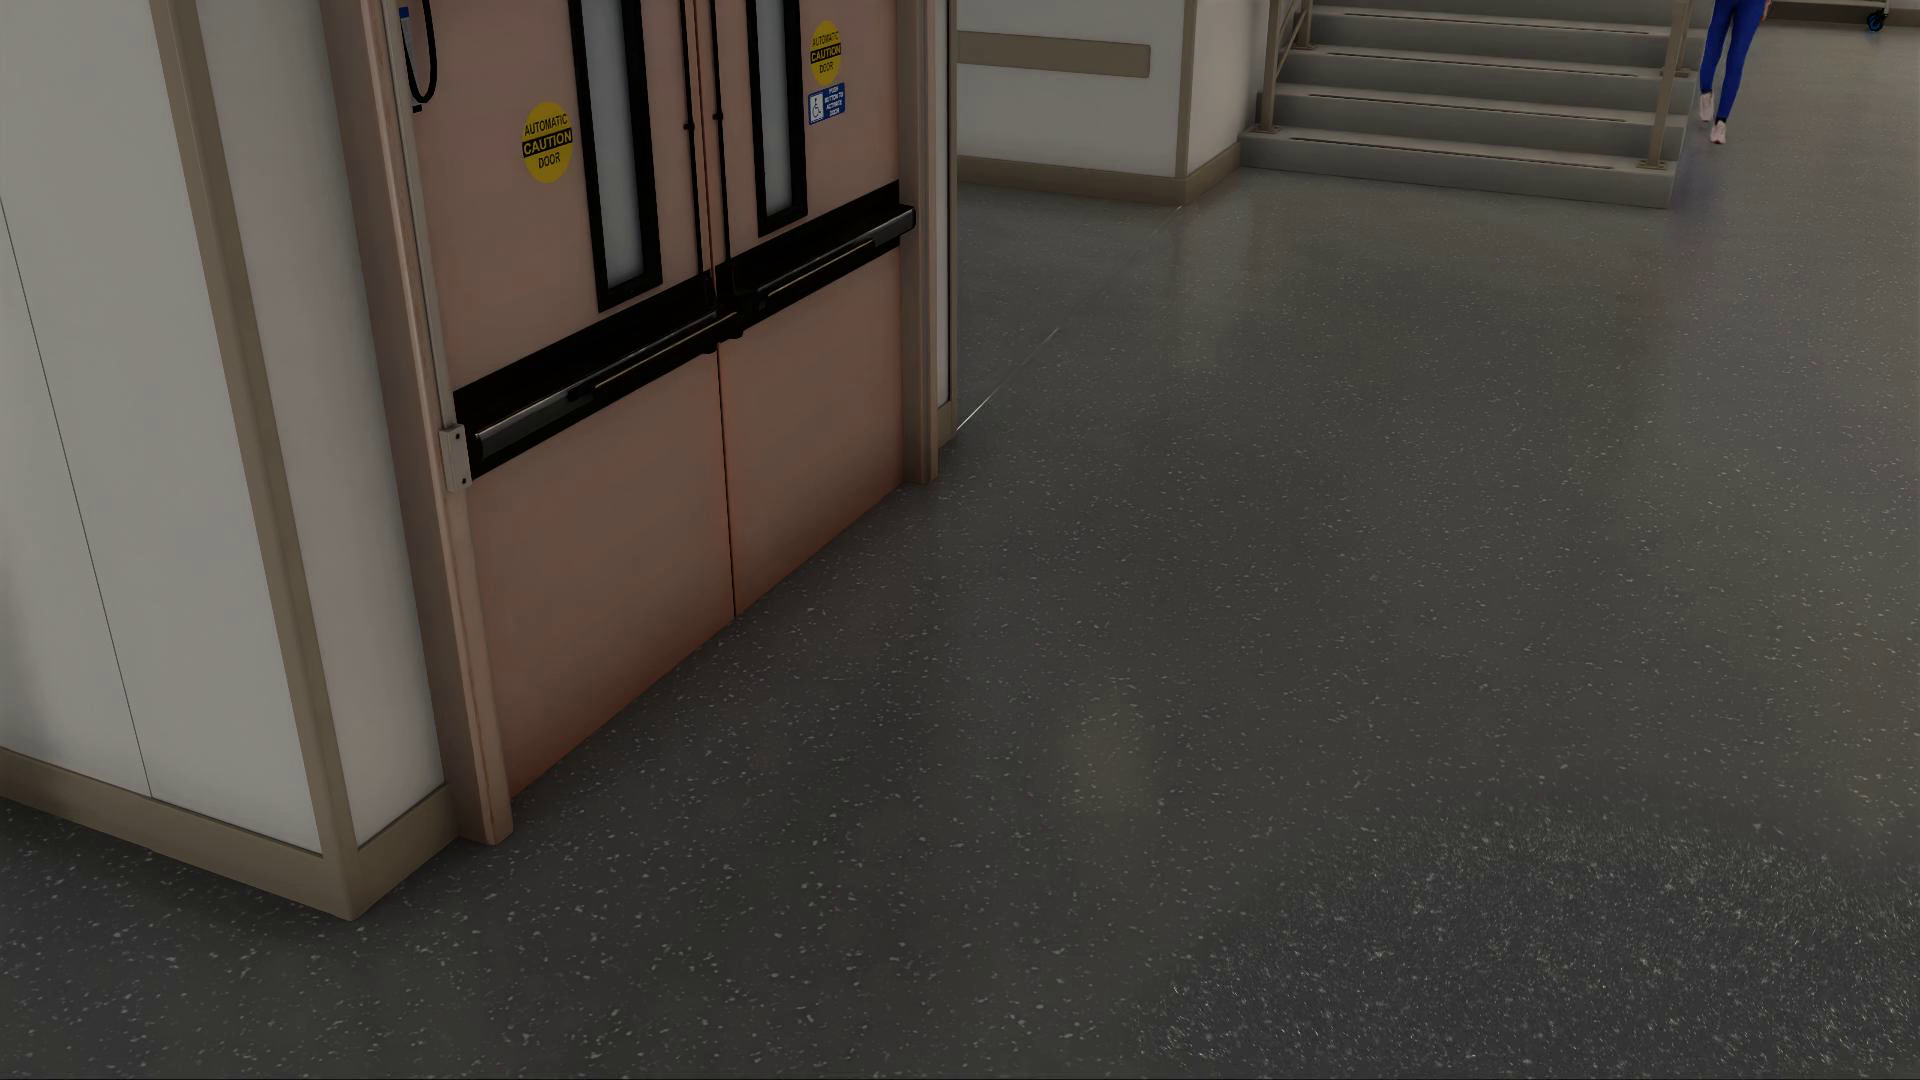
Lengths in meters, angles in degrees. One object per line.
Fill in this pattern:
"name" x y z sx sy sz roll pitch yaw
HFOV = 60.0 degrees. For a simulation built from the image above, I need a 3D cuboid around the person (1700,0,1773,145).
"person" 5.164 -3.575 11.119 0.696 1.736 1.160 10 27 19
